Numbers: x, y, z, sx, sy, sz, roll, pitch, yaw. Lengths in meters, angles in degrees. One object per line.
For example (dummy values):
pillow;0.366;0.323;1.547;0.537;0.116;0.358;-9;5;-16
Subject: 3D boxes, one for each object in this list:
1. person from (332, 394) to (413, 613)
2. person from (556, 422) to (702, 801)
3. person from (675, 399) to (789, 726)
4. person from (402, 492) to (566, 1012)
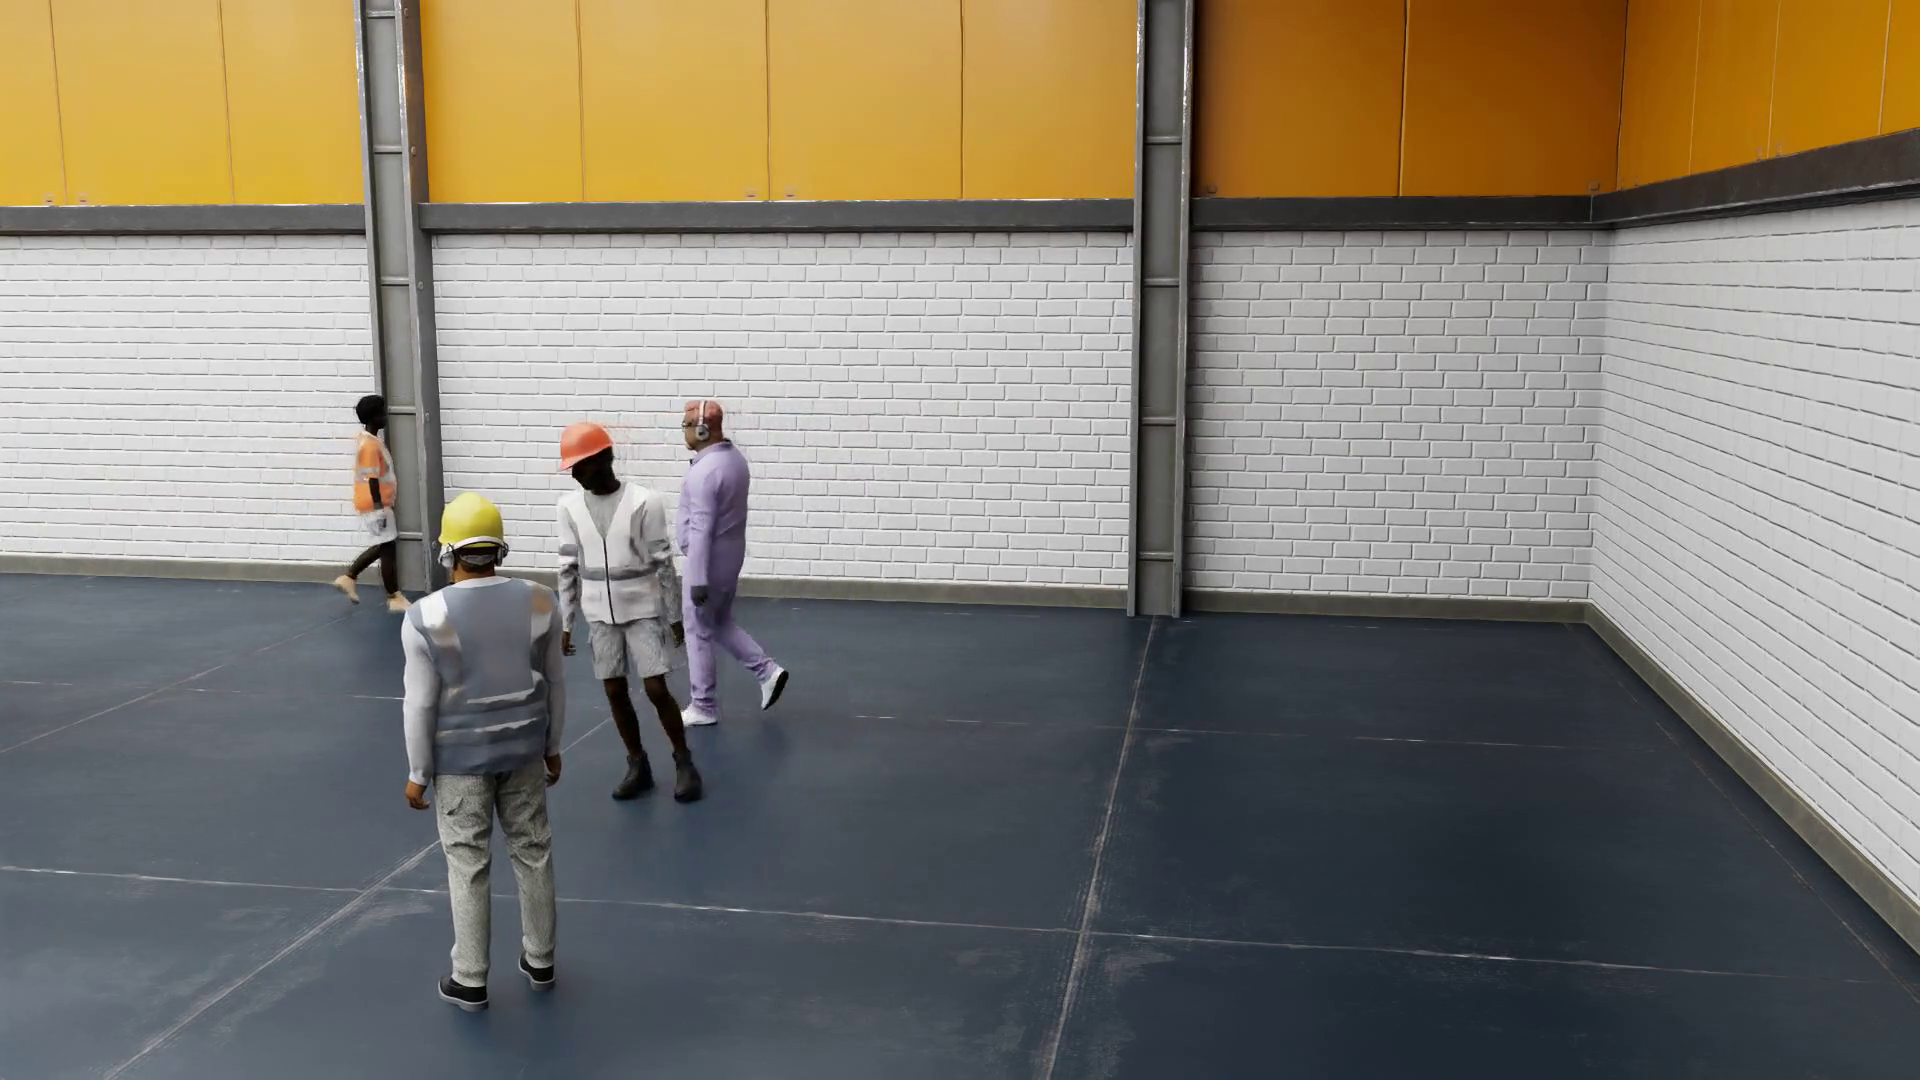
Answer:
person;-4.433;-0.266;12.581;0.607;1.686;0.546;-3;10;-17
person;-1.656;0.359;8.100;0.621;1.888;0.471;1;9;7
person;-1.362;0.137;9.475;0.596;1.885;0.658;2;9;12
person;-1.683;0.744;5.894;0.586;1.835;0.403;-7;11;-37
